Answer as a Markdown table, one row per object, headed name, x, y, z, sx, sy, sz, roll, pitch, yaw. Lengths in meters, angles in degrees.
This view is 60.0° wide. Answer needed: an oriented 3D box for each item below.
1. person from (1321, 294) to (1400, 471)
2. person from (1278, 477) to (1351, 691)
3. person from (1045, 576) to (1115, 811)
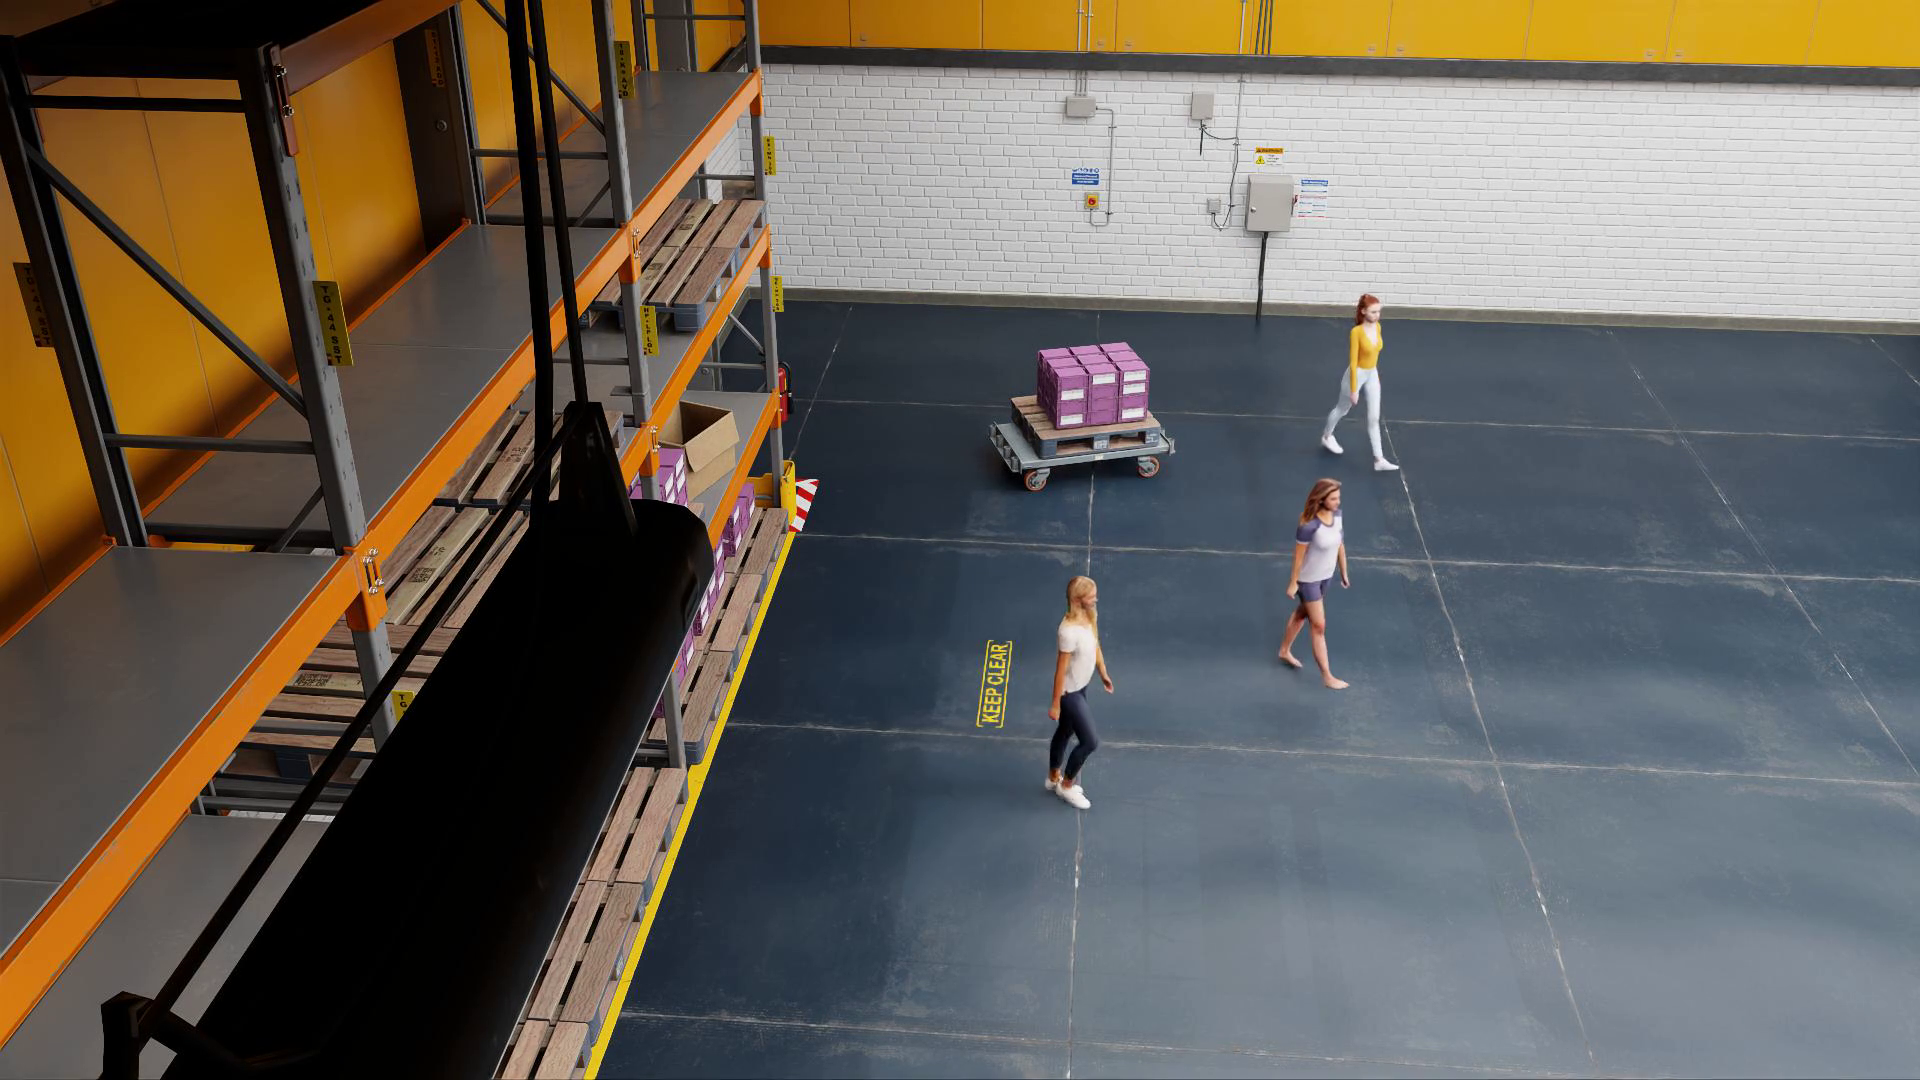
| name | x | y | z | sx | sy | sz | roll | pitch | yaw |
| --- | --- | --- | --- | --- | --- | --- | --- | --- | --- |
| person | 3.792 | -1.532 | 16.073 | 1.112 | 1.690 | 1.233 | -18 | 34 | -30 |
| person | 2.644 | 0.266 | 12.768 | 0.999 | 1.699 | 1.049 | -23 | 36 | -35 |
| person | 0.667 | 1.010 | 11.306 | 0.739 | 1.794 | 0.652 | 7 | 29 | 13 |
